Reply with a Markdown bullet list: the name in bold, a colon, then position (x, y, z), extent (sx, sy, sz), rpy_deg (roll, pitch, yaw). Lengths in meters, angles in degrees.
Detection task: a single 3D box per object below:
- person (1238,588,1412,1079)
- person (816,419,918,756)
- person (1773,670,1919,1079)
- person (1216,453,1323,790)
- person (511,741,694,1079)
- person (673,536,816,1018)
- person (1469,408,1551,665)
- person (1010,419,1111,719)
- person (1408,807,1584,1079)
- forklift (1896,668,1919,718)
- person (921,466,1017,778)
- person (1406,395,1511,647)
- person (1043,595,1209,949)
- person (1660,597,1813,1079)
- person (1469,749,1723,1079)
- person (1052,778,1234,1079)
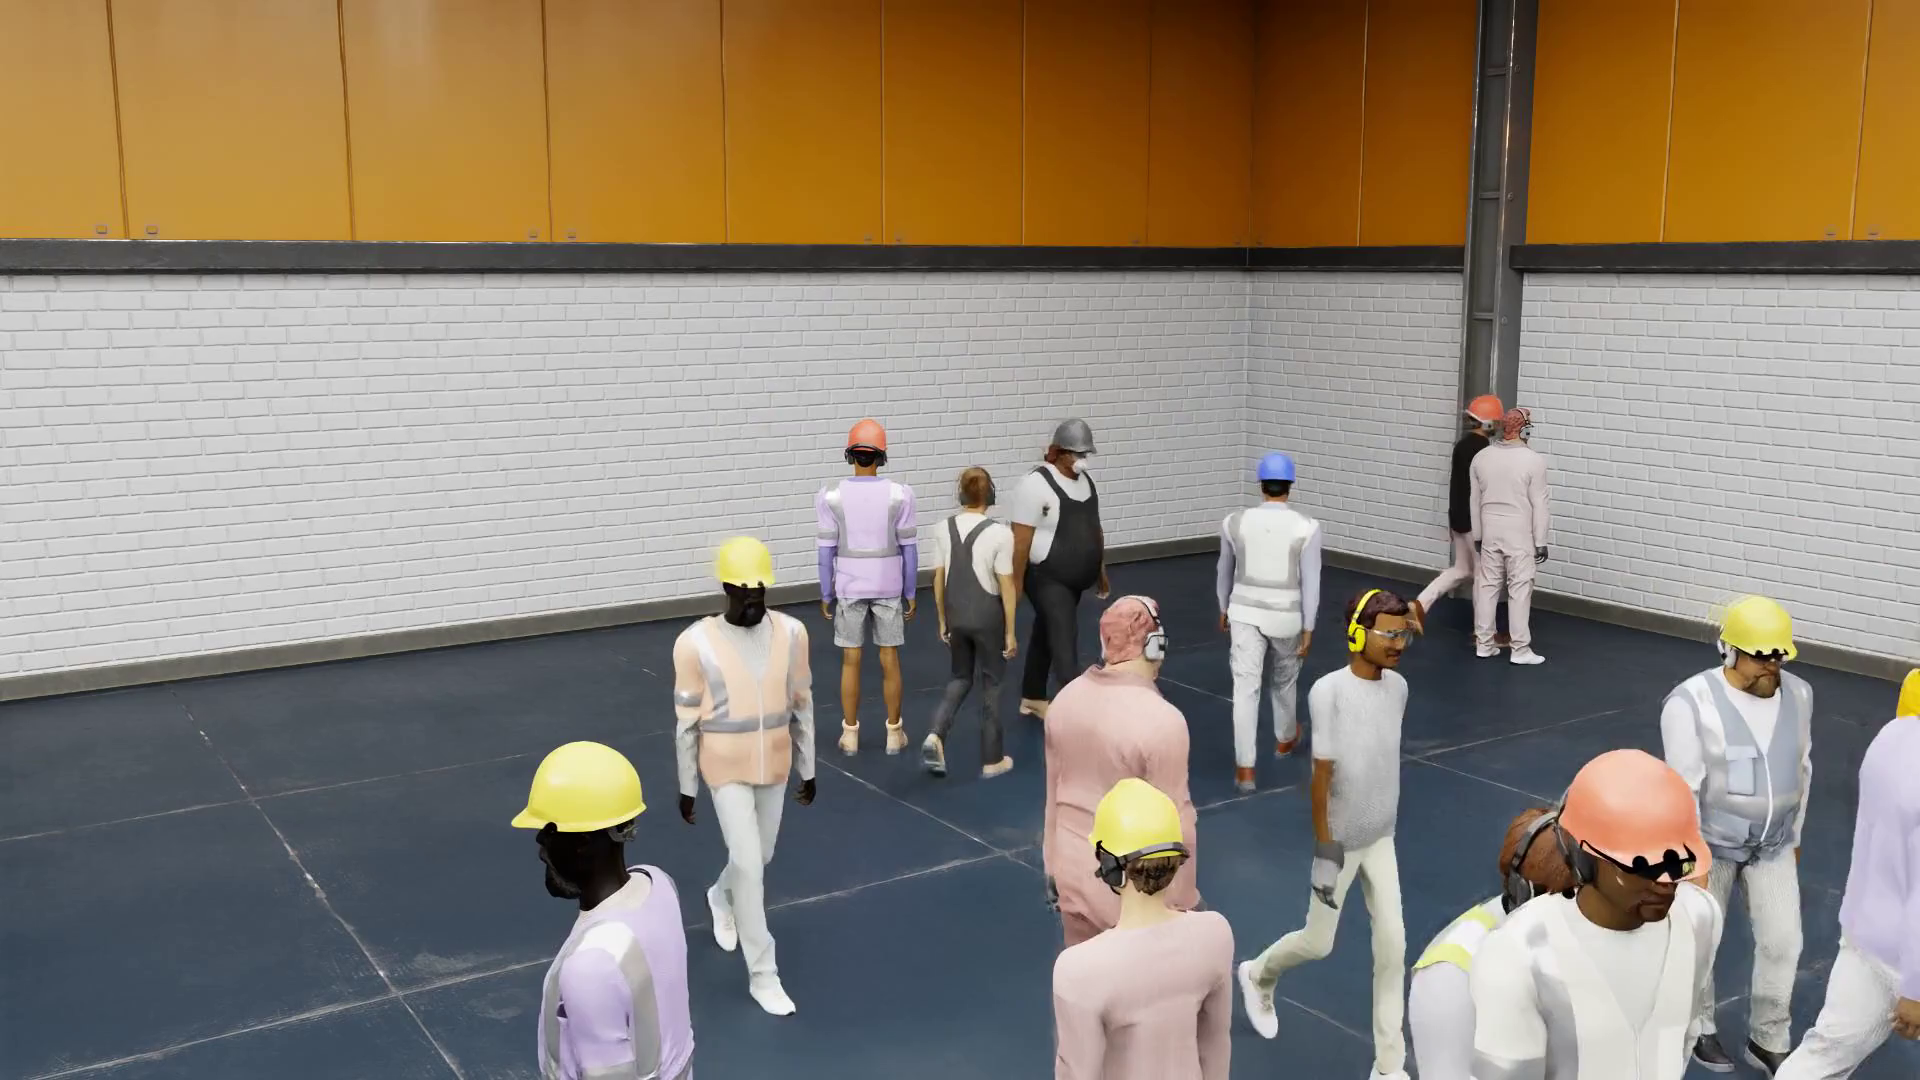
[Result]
- **person**: position (1.385, 1.063, 6.024), extent (0.523, 1.845, 0.862), rpy_deg (-5, 11, -29)
- **person**: position (-0.556, 0.291, 10.047), extent (0.605, 2.044, 0.374), rpy_deg (0, 9, -3)
- **person**: position (2.875, 1.213, 4.985), extent (0.987, 1.893, 0.645), rpy_deg (1, 10, 8)
- **person**: position (1.774, 0.445, 9.618), extent (0.622, 1.880, 1.034), rpy_deg (3, 10, 20)
- **person**: position (-0.793, 1.392, 3.760), extent (0.384, 1.924, 0.593), rpy_deg (0, 9, 2)
- **person**: position (-0.897, 0.900, 6.832), extent (0.594, 1.900, 0.886), rpy_deg (-6, 11, -33)
- **person**: position (4.107, -0.029, 12.379), extent (0.406, 1.911, 0.639), rpy_deg (-7, 12, -38)
- **person**: position (0.712, 0.195, 10.635), extent (0.905, 2.000, 0.702), rpy_deg (7, 12, 37)
- **person**: position (1.216, 1.446, 3.839), extent (0.644, 1.811, 0.813), rpy_deg (-5, 11, -28)
- **forklift**: position (5.511, 0.571, 7.906), extent (2.313, 2.155, 1.214), rpy_deg (-6, 11, -33)
- **person**: position (0.057, 0.495, 9.499), extent (0.533, 1.825, 0.606), rpy_deg (6, 11, 30)
- **person**: position (3.907, -0.138, 12.842), extent (0.780, 1.972, 0.645), rpy_deg (-1, 9, -4)
- **person**: position (0.525, 1.124, 5.513), extent (0.409, 1.880, 0.675), rpy_deg (-6, 11, -32)
- **person**: position (2.813, 1.088, 5.960), extent (0.612, 1.802, 0.634), rpy_deg (-1, 9, -5)
- **person**: position (1.378, 1.397, 3.544), extent (0.650, 1.991, 1.031), rpy_deg (-2, 10, -15)
- **person**: position (0.417, 1.437, 3.980), extent (0.532, 1.767, 0.328), rpy_deg (-6, 11, -33)
